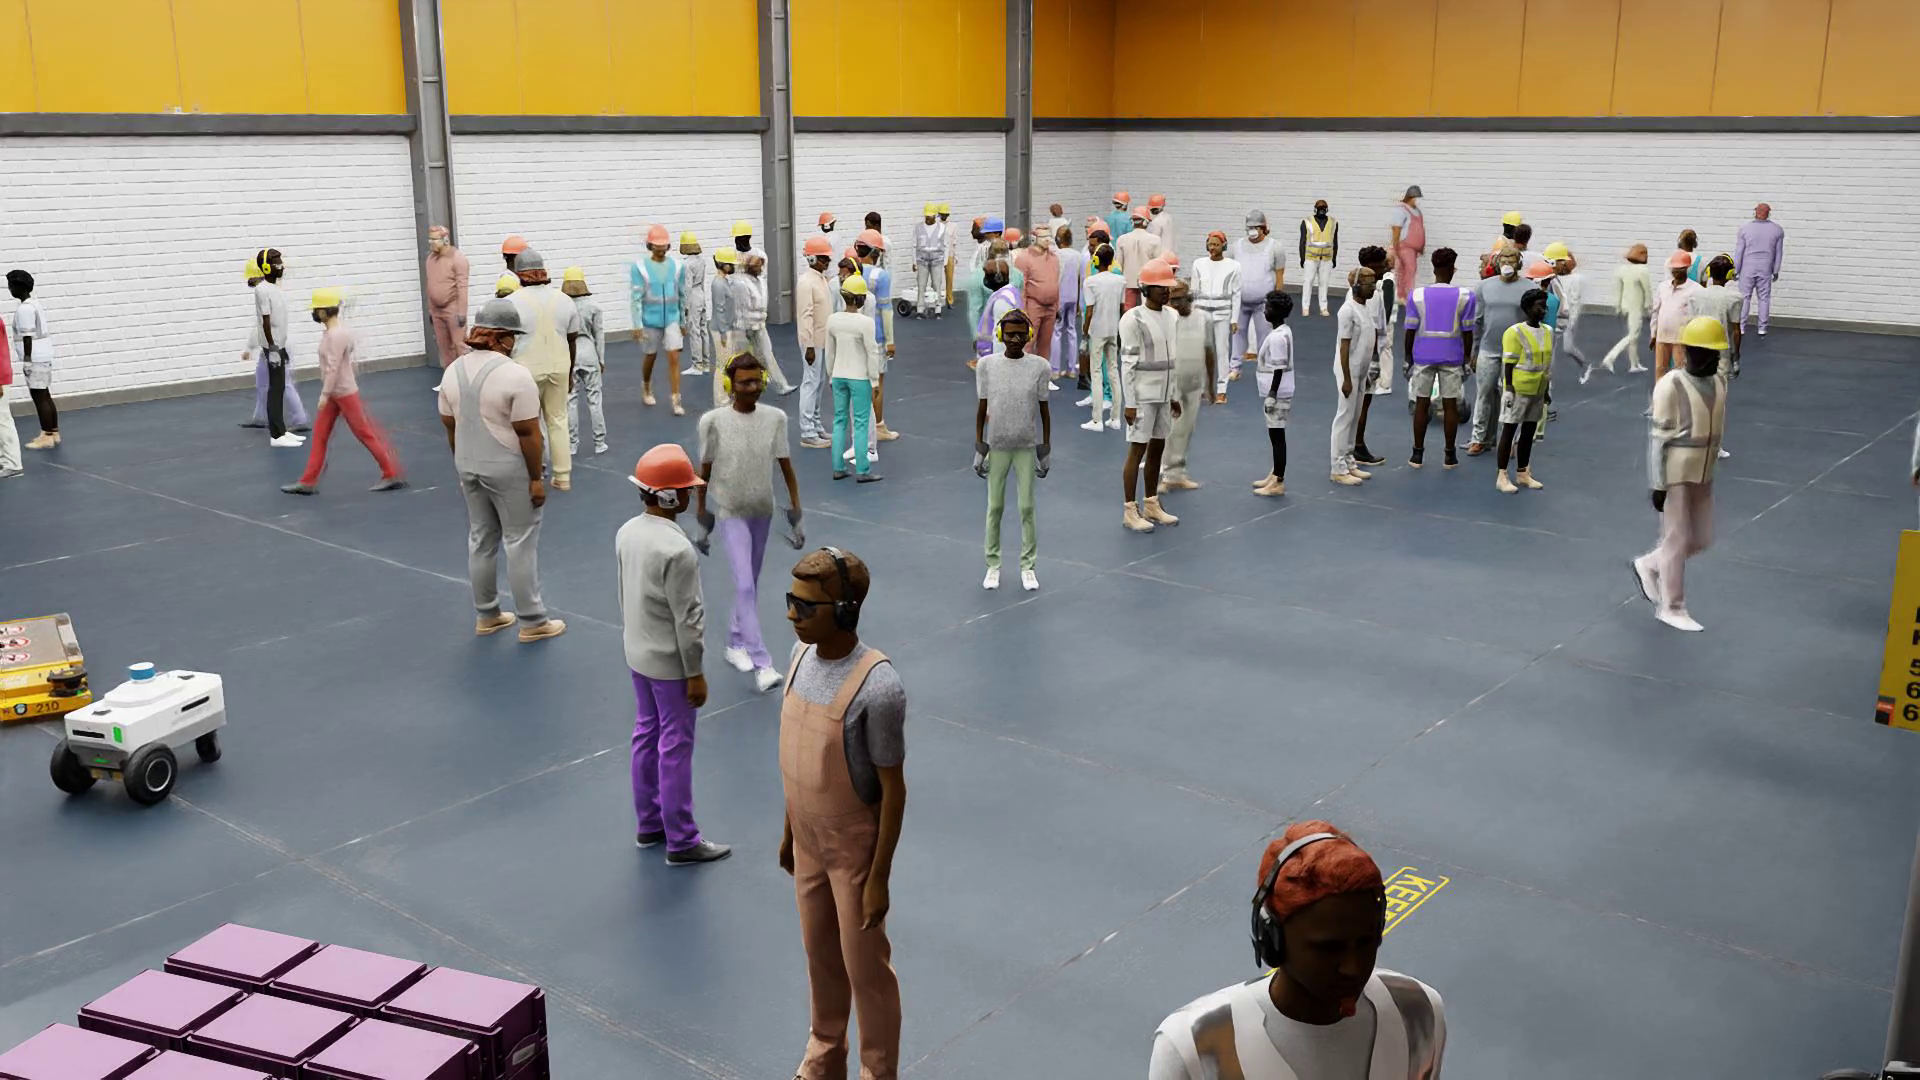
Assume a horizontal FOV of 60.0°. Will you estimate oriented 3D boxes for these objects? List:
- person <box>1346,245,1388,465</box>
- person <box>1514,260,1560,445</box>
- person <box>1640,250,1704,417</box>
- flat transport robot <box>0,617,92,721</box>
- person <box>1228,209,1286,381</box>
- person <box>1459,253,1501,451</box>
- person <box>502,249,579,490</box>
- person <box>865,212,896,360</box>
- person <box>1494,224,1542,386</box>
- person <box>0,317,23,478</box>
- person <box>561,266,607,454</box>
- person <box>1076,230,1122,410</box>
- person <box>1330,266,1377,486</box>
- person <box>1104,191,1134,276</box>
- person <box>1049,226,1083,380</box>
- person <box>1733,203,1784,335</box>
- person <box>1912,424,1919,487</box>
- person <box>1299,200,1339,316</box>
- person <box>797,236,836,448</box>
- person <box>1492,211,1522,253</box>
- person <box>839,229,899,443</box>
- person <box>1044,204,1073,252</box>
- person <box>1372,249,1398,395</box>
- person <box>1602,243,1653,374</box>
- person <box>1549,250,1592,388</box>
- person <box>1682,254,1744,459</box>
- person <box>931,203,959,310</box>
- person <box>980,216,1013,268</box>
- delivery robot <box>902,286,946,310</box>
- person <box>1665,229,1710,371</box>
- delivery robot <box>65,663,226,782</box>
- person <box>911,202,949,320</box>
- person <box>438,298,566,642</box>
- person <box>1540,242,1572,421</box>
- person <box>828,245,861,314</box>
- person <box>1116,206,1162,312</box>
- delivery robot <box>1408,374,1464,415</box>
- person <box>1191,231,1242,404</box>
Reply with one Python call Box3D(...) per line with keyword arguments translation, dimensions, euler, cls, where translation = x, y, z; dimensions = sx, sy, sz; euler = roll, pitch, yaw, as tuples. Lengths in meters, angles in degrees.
Box3D(translation=(3.646, -1.666, 14.979), dimensions=(0.366, 1.967, 0.603), euler=(-1, 14, -6), cls="person")
Box3D(translation=(5.480, -1.783, 15.880), dimensions=(0.324, 1.752, 0.562), euler=(11, 18, 37), cls="person")
Box3D(translation=(7.366, -2.108, 17.180), dimensions=(0.341, 1.748, 0.574), euler=(-9, 17, -31), cls="person")
Box3D(translation=(-5.167, 0.677, 9.058), dimensions=(0.652, 0.197, 1.431), euler=(-9, 16, -31), cls="flat transport robot")
Box3D(translation=(3.469, -2.891, 19.728), dimensions=(0.689, 2.000, 0.539), euler=(6, 15, 21), cls="person")
Box3D(translation=(4.964, -1.756, 15.589), dimensions=(0.379, 1.841, 0.570), euler=(8, 16, 31), cls="person")
Box3D(translation=(-3.515, -1.408, 13.799), dimensions=(0.686, 2.000, 0.535), euler=(-11, 18, -37), cls="person")
Box3D(translation=(-1.047, -3.285, 21.564), dimensions=(0.399, 1.912, 0.590), euler=(-6, 15, -24), cls="person")
Box3D(translation=(6.425, -2.740, 19.466), dimensions=(0.671, 1.882, 0.670), euler=(3, 14, 12), cls="person")
Box3D(translation=(-8.417, -1.406, 14.408), dimensions=(0.352, 1.738, 0.573), euler=(-13, 19, -41), cls="person")
Box3D(translation=(-3.539, -1.666, 15.452), dimensions=(0.484, 1.736, 0.307), euler=(-3, 14, -13), cls="person")
Box3D(translation=(1.525, -2.357, 17.843), dimensions=(0.372, 1.916, 0.596), euler=(-8, 16, -28), cls="person")
Box3D(translation=(3.361, -1.395, 14.145), dimensions=(0.345, 1.847, 0.504), euler=(8, 16, 30), cls="person")
Box3D(translation=(2.510, -4.451, 26.053), dimensions=(0.612, 1.995, 0.376), euler=(13, 19, 42), cls="person")
Box3D(translation=(1.237, -2.826, 19.893), dimensions=(0.524, 1.834, 0.359), euler=(-8, 16, -30), cls="person")
Box3D(translation=(11.549, -3.925, 24.132), dimensions=(0.648, 1.907, 0.401), euler=(3, 14, 12), cls="person")
Box3D(translation=(6.365, -0.444, 10.610), dimensions=(0.506, 1.705, 0.742), euler=(10, 17, 35), cls="person")
Box3D(translation=(5.725, -4.498, 26.552), dimensions=(0.625, 1.844, 0.429), euler=(-1, 14, -3), cls="person")
Box3D(translation=(-1.350, -1.880, 15.780), dimensions=(0.396, 1.992, 0.622), euler=(2, 14, 9), cls="person")
Box3D(translation=(7.040, -3.281, 21.532), dimensions=(0.382, 1.919, 0.584), euler=(7, 16, 25), cls="person")
Box3D(translation=(-0.864, -1.959, 16.010), dimensions=(0.605, 2.038, 0.391), euler=(11, 18, 36), cls="person")
Box3D(translation=(1.762, -5.218, 29.871), dimensions=(0.538, 1.607, 0.587), euler=(1, 14, 5), cls="person")
Box3D(translation=(4.788, -2.461, 18.819), dimensions=(0.315, 1.640, 0.515), euler=(2, 14, 6), cls="person")
Box3D(translation=(8.213, -2.827, 20.348), dimensions=(0.708, 1.604, 0.505), euler=(-3, 14, -14), cls="person")
Box3D(translation=(7.024, -2.547, 19.224), dimensions=(0.654, 1.609, 0.506), euler=(-7, 16, -27), cls="person")
Box3D(translation=(6.866, -1.666, 15.177), dimensions=(0.508, 1.872, 0.329), euler=(11, 18, 38), cls="person")
Box3D(translation=(-0.273, -4.663, 27.393), dimensions=(0.519, 1.759, 0.348), euler=(-5, 15, -18), cls="person")
Box3D(translation=(0.429, -2.921, 20.062), dimensions=(0.409, 1.940, 0.610), euler=(-5, 15, -18), cls="person")
Box3D(translation=(-0.569, -3.867, 26.447), dimensions=(0.707, 0.478, 0.477), euler=(10, 18, 36), cls="delivery robot")
Box3D(translation=(8.327, -2.652, 19.172), dimensions=(0.511, 1.842, 0.327), euler=(0, 14, 1), cls="person")
Box3D(translation=(-3.780, 0.814, 7.745), dimensions=(0.477, 0.478, 0.707), euler=(4, 15, 17), cls="delivery robot")
Box3D(translation=(-0.469, -4.358, 26.032), dimensions=(0.588, 1.822, 0.403), euler=(0, 14, 2), cls="person")
Box3D(translation=(-2.691, -0.424, 9.867), dimensions=(0.680, 2.000, 0.536), euler=(8, 16, 29), cls="person")
Box3D(translation=(6.090, -2.157, 17.220), dimensions=(0.403, 1.830, 0.586), euler=(6, 15, 23), cls="person")
Box3D(translation=(-1.128, -2.272, 17.822), dimensions=(0.572, 1.754, 0.320), euler=(4, 14, 14), cls="person")
Box3D(translation=(2.305, -3.290, 21.437), dimensions=(0.612, 1.984, 0.401), euler=(5, 15, 18), cls="person")
Box3D(translation=(4.920, -1.550, 17.190), dimensions=(0.477, 0.478, 0.707), euler=(-2, 14, -8), cls="delivery robot")
Box3D(translation=(2.778, -2.435, 18.227), dimensions=(0.574, 1.882, 0.356), euler=(6, 15, 23), cls="person")
